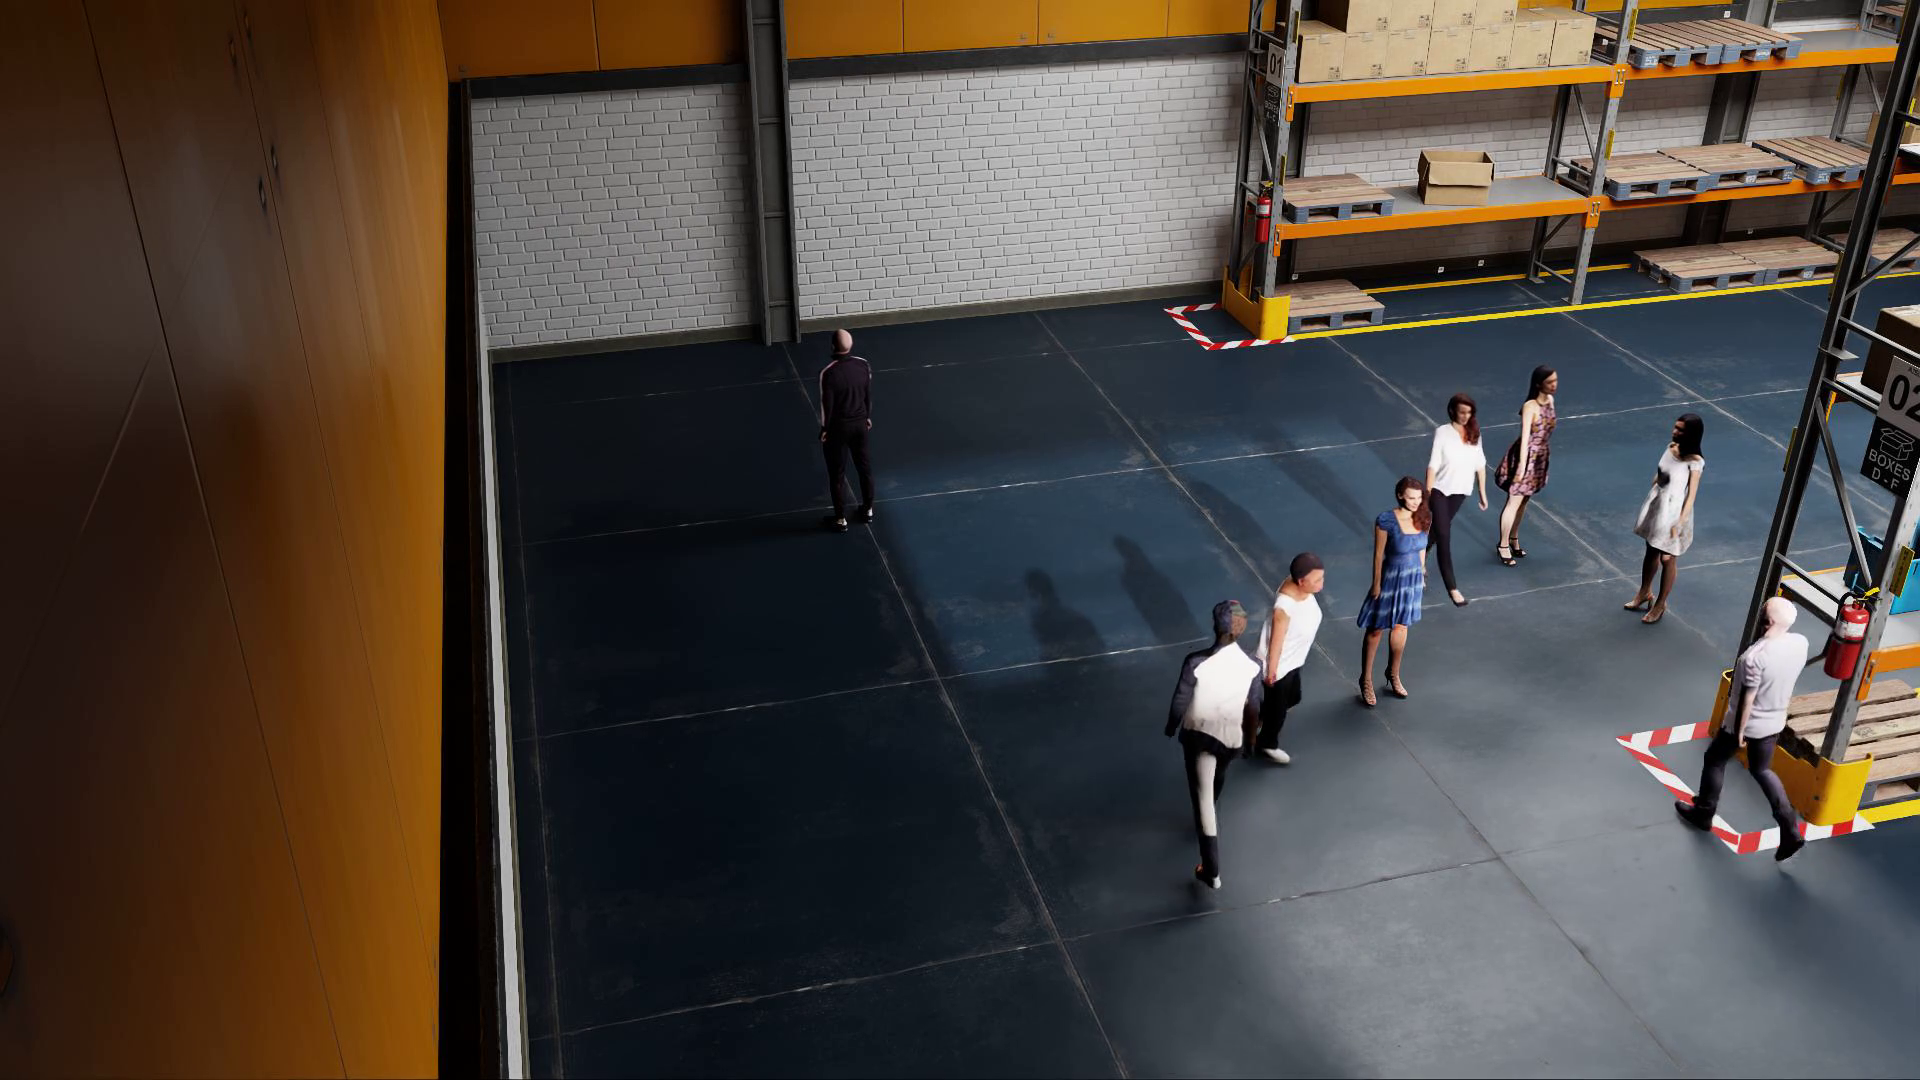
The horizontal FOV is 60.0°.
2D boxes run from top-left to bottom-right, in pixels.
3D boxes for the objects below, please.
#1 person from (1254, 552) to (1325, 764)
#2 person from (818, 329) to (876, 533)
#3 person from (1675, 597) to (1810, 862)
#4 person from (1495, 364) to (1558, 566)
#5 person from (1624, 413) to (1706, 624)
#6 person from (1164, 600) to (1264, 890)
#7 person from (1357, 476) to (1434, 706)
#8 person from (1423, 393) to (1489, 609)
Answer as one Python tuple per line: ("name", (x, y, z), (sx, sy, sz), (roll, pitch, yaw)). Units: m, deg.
("person", (2.183, 0.774, 11.455), (0.922, 1.667, 0.862), (15, 32, 25))
("person", (-0.982, -0.959, 14.455), (0.644, 1.836, 0.808), (-18, 34, -30))
("person", (5.095, 1.202, 10.521), (1.058, 1.808, 0.786), (-11, 31, -20))
("person", (4.759, -0.638, 13.931), (0.852, 1.773, 0.769), (26, 38, 38))
("person", (5.571, -0.180, 13.090), (0.608, 1.775, 0.628), (-7, 29, -13))
("person", (1.581, 1.289, 10.316), (1.170, 1.853, 0.861), (-3, 29, -5))
("person", (3.165, 0.362, 12.063), (0.554, 1.806, 0.760), (-12, 31, -21))
("person", (3.905, -0.386, 13.498), (1.083, 1.746, 0.776), (-12, 31, -20))
